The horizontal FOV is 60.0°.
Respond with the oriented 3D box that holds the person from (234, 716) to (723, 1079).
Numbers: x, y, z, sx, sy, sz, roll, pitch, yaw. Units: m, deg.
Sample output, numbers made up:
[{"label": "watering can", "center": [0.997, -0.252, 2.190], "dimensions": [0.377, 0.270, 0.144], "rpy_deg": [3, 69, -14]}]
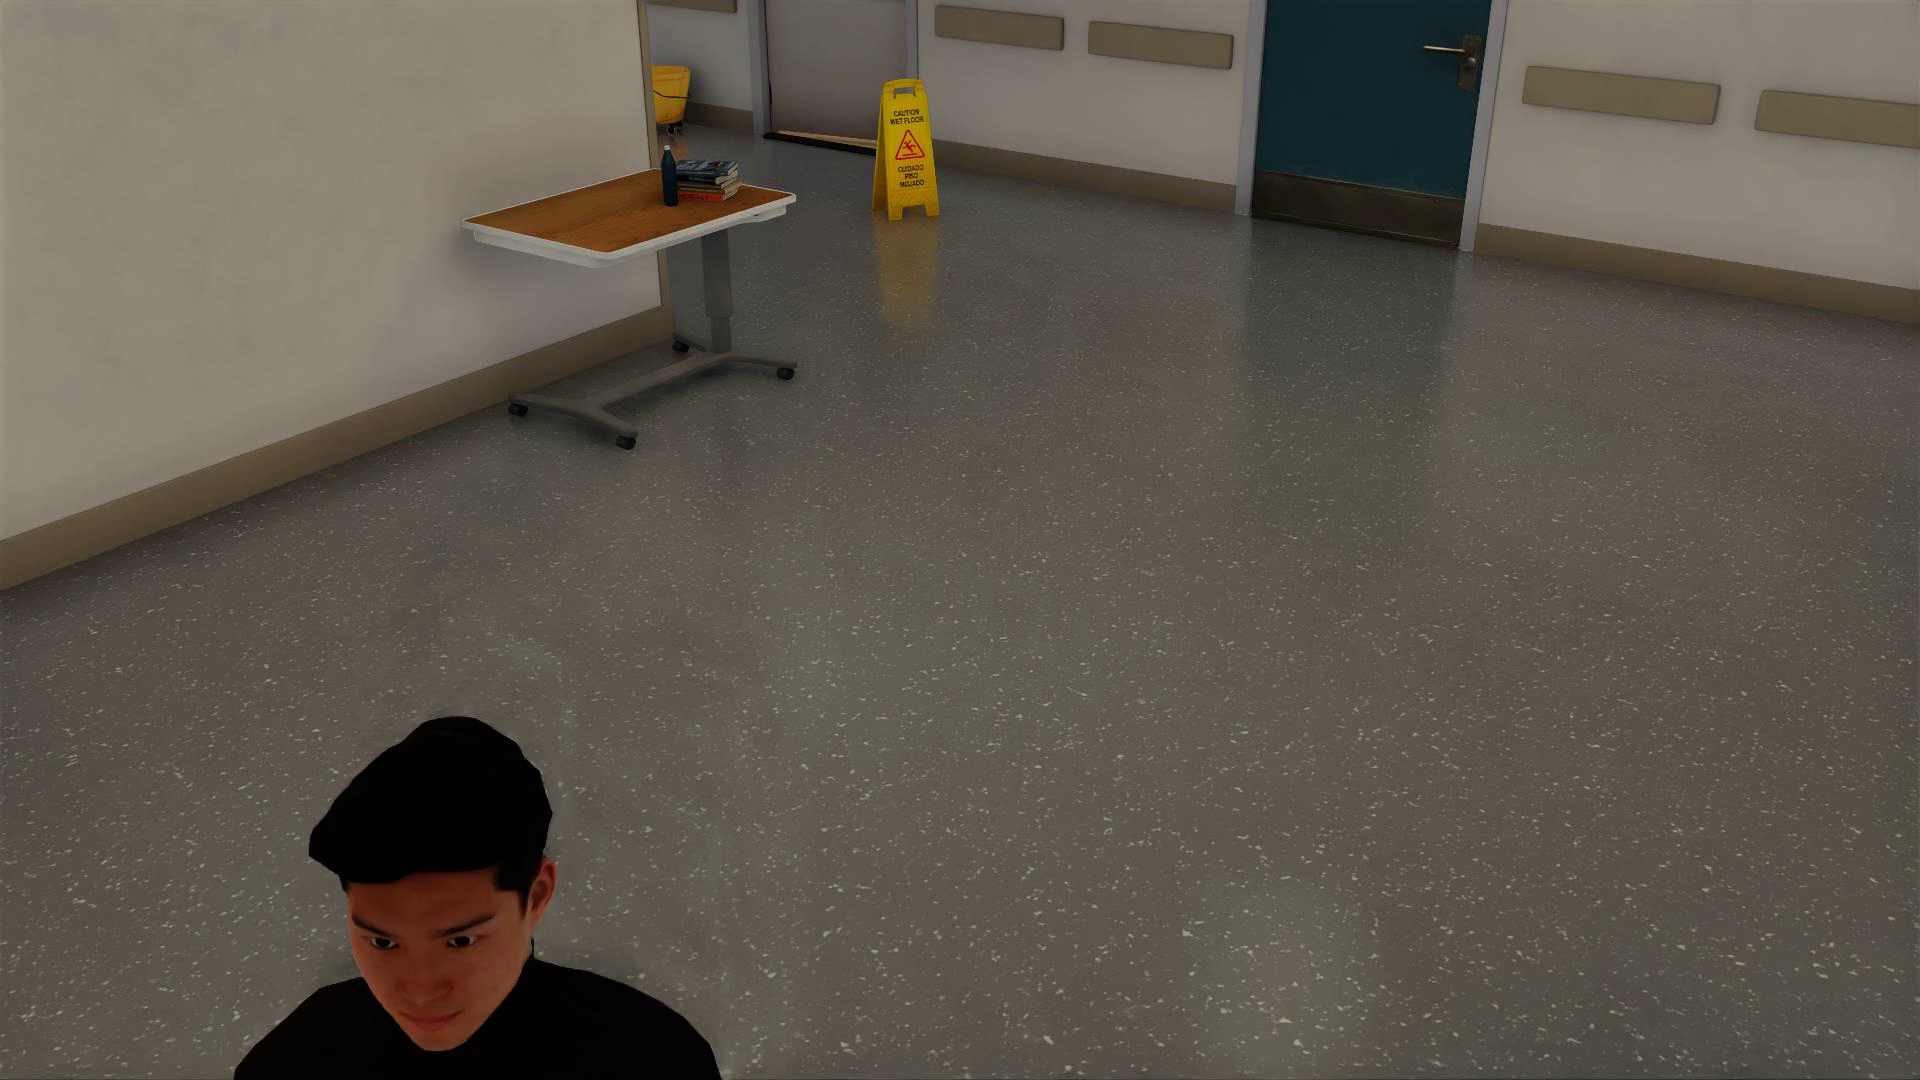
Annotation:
[{"label": "person", "center": [-0.477, 0.917, 1.842], "dimensions": [0.834, 1.718, 0.898], "rpy_deg": [1, 26, 1]}]
